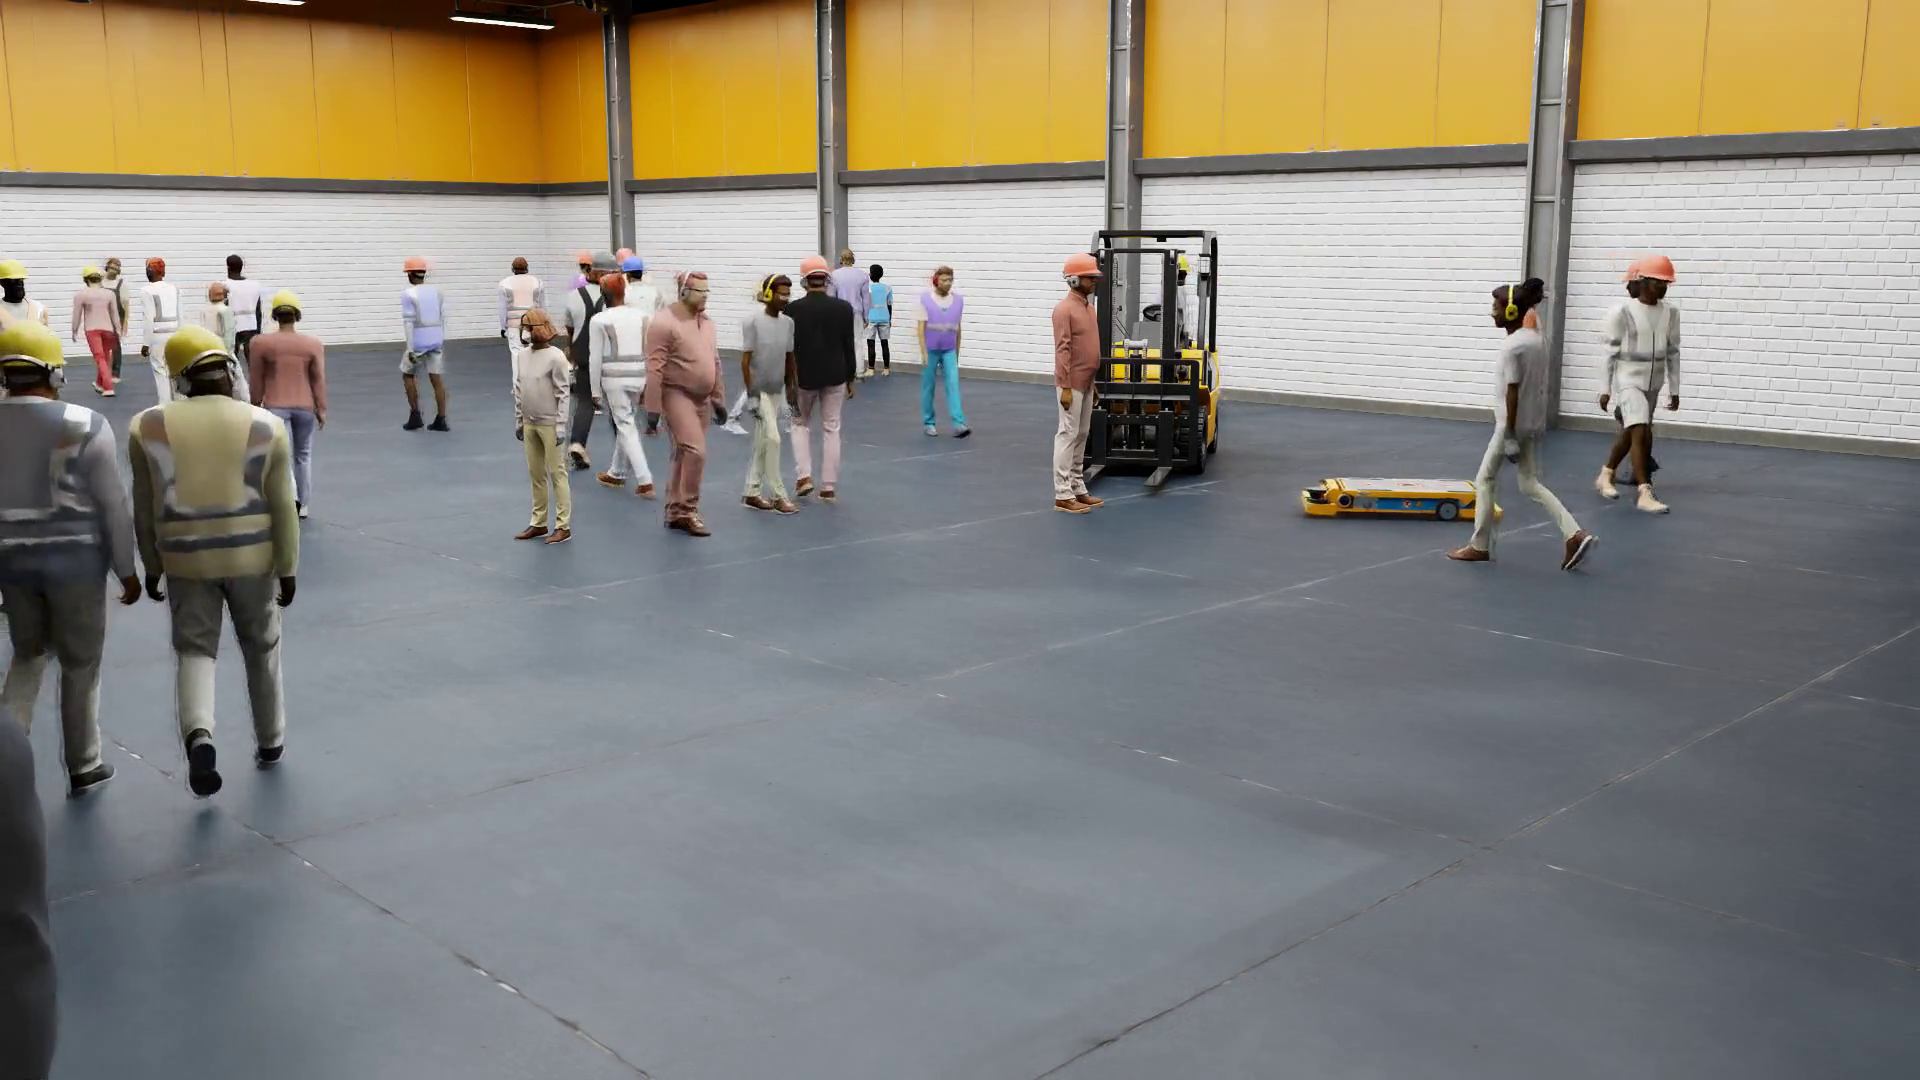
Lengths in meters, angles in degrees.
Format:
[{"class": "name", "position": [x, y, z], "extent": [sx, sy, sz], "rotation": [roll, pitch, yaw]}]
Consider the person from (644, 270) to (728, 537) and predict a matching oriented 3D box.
[{"class": "person", "position": [-1.891, -0.973, 11.870], "extent": [0.654, 1.878, 0.670], "rotation": [5, 12, 26]}]

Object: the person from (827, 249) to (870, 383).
[{"class": "person", "position": [-1.608, -3.219, 23.982], "extent": [0.627, 1.938, 0.372], "rotation": [-2, 11, -10]}]

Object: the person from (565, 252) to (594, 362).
[{"class": "person", "position": [-5.420, -3.266, 24.377], "extent": [1.018, 1.877, 0.557], "rotation": [-6, 12, -29]}]

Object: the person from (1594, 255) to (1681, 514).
[{"class": "person", "position": [5.366, -1.248, 13.154], "extent": [0.616, 1.990, 1.064], "rotation": [-2, 11, -13]}]

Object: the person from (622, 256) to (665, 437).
[{"class": "person", "position": [-3.451, -2.063, 17.765], "extent": [0.610, 1.909, 0.872], "rotation": [-6, 12, -30]}]

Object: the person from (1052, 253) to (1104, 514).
[{"class": "person", "position": [0.917, -1.213, 12.882], "extent": [0.382, 1.995, 0.612], "rotation": [5, 11, 25]}]

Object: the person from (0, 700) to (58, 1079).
[{"class": "person", "position": [-1.441, 0.778, 2.183], "extent": [0.629, 1.939, 0.371], "rotation": [5, 11, 24]}]

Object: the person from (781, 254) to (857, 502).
[{"class": "person", "position": [-1.129, -1.285, 13.340], "extent": [0.638, 1.978, 0.480], "rotation": [-3, 11, -14]}]

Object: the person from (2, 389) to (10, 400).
[{"class": "person", "position": [-5.180, -0.362, 9.297], "extent": [0.336, 1.602, 0.643], "rotation": [-5, 12, -27]}]

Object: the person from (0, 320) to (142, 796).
[{"class": "person", "position": [-3.428, 0.091, 6.264], "extent": [0.607, 1.821, 0.439], "rotation": [0, 10, -1]}]

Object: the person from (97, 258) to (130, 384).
[{"class": "person", "position": [-12.165, -3.125, 23.846], "extent": [0.588, 1.802, 0.408], "rotation": [-2, 11, -10]}]

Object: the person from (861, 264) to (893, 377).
[{"class": "person", "position": [-1.258, -3.297, 25.050], "extent": [0.541, 1.700, 0.316], "rotation": [-5, 12, -27]}]

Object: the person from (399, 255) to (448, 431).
[{"class": "person", "position": [-5.896, -2.140, 18.170], "extent": [0.684, 1.914, 0.564], "rotation": [8, 13, 37]}]

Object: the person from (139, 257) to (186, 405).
[{"class": "person", "position": [-9.096, -2.272, 18.961], "extent": [0.341, 1.882, 0.587], "rotation": [3, 11, 16]}]

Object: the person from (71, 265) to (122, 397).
[{"class": "person", "position": [-11.513, -2.773, 22.108], "extent": [0.884, 1.718, 0.555], "rotation": [8, 13, 38]}]

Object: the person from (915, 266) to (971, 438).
[{"class": "person", "position": [-0.174, -1.952, 17.449], "extent": [0.564, 1.793, 0.941], "rotation": [-4, 11, -21]}]

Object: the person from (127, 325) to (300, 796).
[{"class": "person", "position": [-2.847, 0.078, 6.390], "extent": [0.599, 1.801, 0.750], "rotation": [-4, 11, -19]}]

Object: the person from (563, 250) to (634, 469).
[{"class": "person", "position": [-3.316, -1.684, 15.325], "extent": [0.683, 2.000, 0.944], "rotation": [2, 11, 8]}]

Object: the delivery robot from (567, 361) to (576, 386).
[{"class": "delivery robot", "position": [-5.335, -2.241, 22.162], "extent": [0.477, 0.478, 0.707], "rotation": [-6, 12, -28]}]

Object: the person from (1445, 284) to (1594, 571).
[{"class": "person", "position": [3.614, -0.712, 10.626], "extent": [0.882, 1.829, 0.529], "rotation": [9, 14, 41]}]

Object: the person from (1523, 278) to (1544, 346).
[{"class": "person", "position": [5.966, -1.915, 17.554], "extent": [0.320, 1.695, 0.535], "rotation": [4, 11, 19]}]

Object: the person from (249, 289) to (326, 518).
[{"class": "person", "position": [-4.944, -0.979, 12.293], "extent": [0.523, 1.740, 0.754], "rotation": [-7, 12, -32]}]

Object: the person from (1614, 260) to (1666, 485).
[{"class": "person", "position": [5.786, -1.414, 14.173], "extent": [0.406, 1.921, 0.574], "rotation": [5, 12, 26]}]

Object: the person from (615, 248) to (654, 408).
[{"class": "person", "position": [-4.059, -2.620, 20.618], "extent": [0.632, 1.966, 0.492], "rotation": [-9, 14, -41]}]

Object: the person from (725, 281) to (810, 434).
[{"class": "person", "position": [-2.111, -1.975, 17.868], "extent": [0.903, 1.692, 0.489], "rotation": [-1, 10, -4]}]

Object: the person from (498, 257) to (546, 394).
[{"class": "person", "position": [-5.873, -2.873, 22.357], "extent": [0.623, 1.845, 0.430], "rotation": [-4, 11, -21]}]

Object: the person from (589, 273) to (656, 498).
[{"class": "person", "position": [-2.776, -1.269, 13.666], "extent": [0.587, 1.826, 0.999], "rotation": [-9, 14, -41]}]

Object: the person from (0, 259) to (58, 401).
[{"class": "person", "position": [-7.983, -1.408, 14.126], "extent": [0.362, 1.930, 0.588], "rotation": [7, 13, 34]}]

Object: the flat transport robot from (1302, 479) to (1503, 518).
[{"class": "flat transport robot", "position": [3.375, -0.329, 12.768], "extent": [1.431, 0.197, 0.652], "rotation": [1, 11, 8]}]

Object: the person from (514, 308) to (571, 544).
[{"class": "person", "position": [-2.914, -0.793, 11.579], "extent": [0.501, 1.633, 0.279], "rotation": [7, 13, 34]}]

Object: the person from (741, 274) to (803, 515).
[{"class": "person", "position": [-1.402, -1.111, 12.774], "extent": [0.804, 1.830, 0.518], "rotation": [8, 13, 39]}]

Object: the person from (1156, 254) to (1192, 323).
[{"class": "person", "position": [2.356, -2.197, 18.434], "extent": [0.381, 1.924, 0.594], "rotation": [-1, 10, -5]}]

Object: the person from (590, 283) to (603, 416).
[{"class": "person", "position": [-4.244, -2.296, 19.760], "extent": [0.511, 1.640, 0.308], "rotation": [-6, 12, -31]}]

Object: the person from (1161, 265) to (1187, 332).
[{"class": "person", "position": [2.635, -2.418, 19.884], "extent": [0.727, 1.850, 0.525], "rotation": [5, 12, 25]}]

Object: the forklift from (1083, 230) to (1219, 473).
[{"class": "forklift", "position": [1.804, -1.825, 15.677], "extent": [1.214, 2.155, 2.313], "rotation": [2, 11, 13]}]

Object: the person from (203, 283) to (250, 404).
[{"class": "person", "position": [-8.267, -2.092, 18.747], "extent": [0.535, 1.586, 0.866], "rotation": [6, 12, 31]}]

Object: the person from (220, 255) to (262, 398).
[{"class": "person", "position": [-9.030, -2.603, 20.775], "extent": [0.952, 1.872, 0.610], "rotation": [9, 13, 39]}]
